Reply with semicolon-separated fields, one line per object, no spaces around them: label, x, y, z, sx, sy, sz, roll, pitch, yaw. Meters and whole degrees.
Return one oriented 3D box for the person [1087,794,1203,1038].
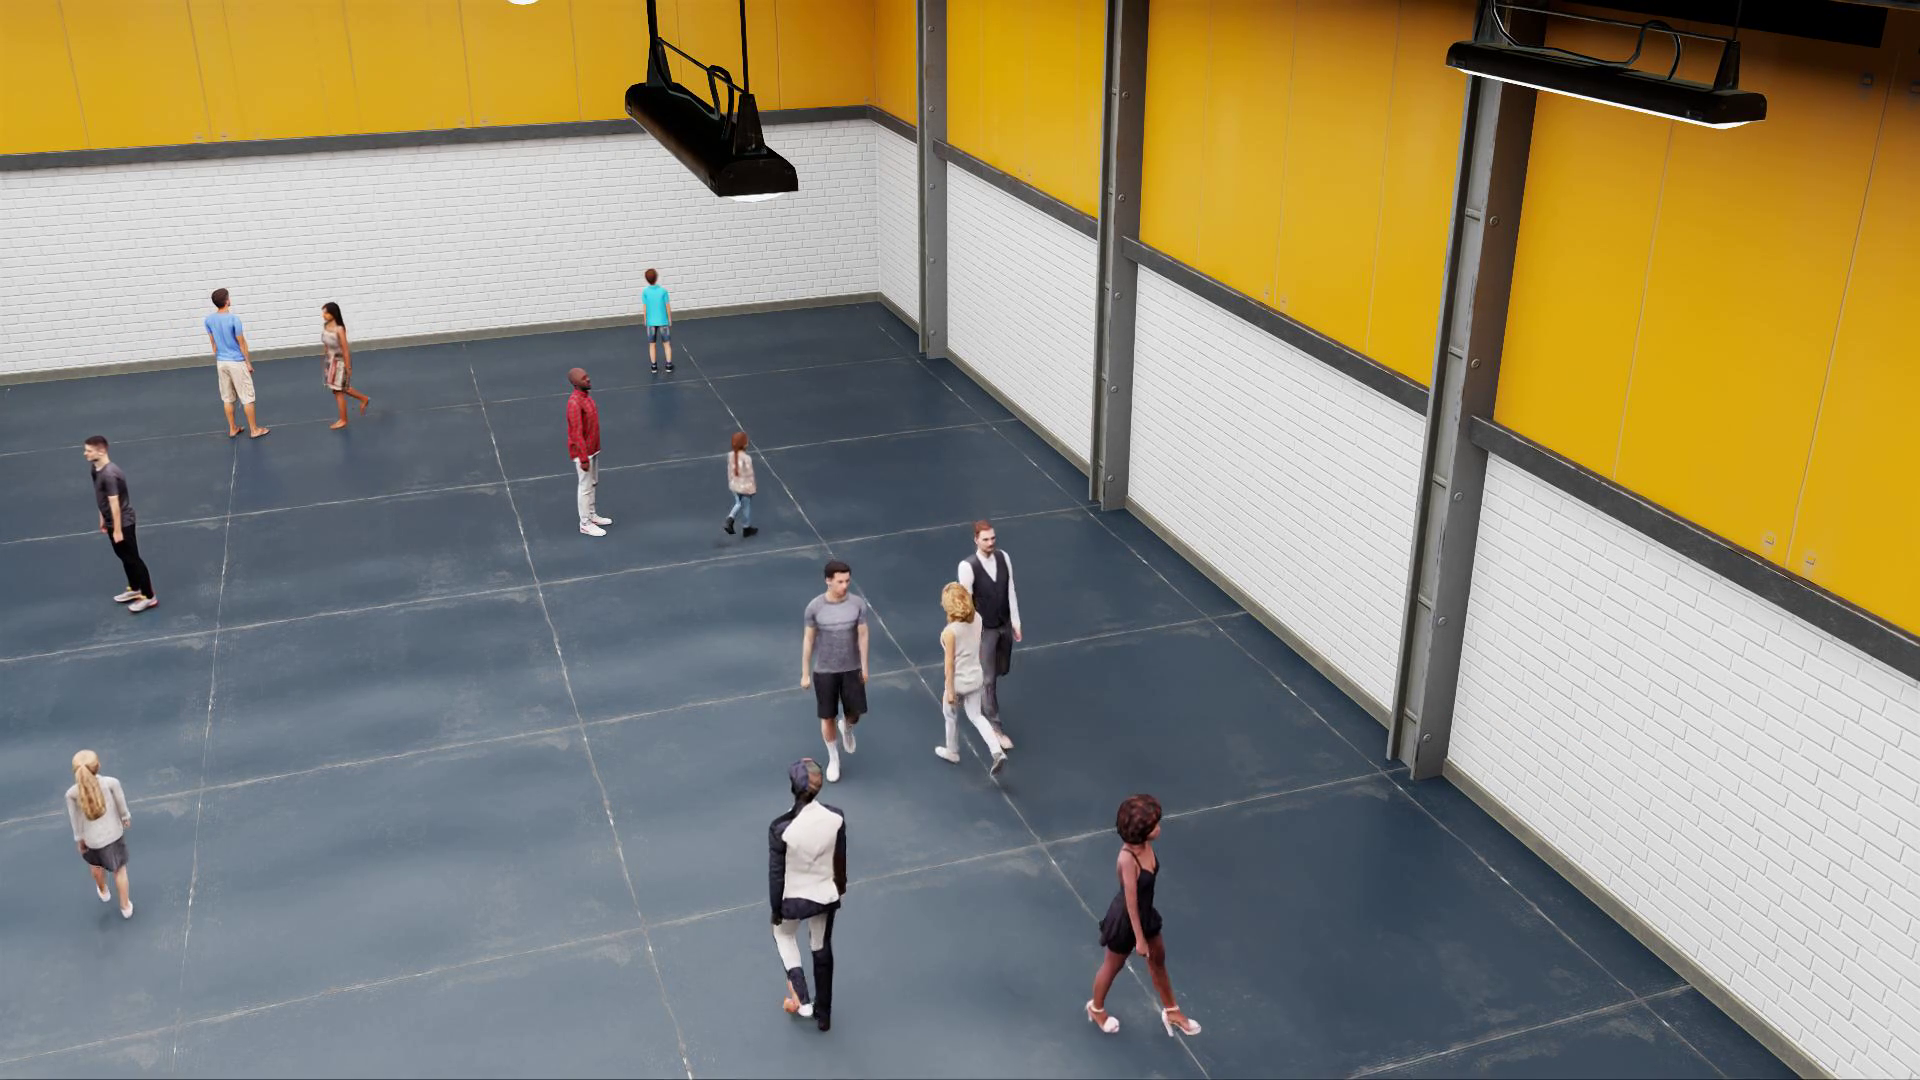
person;0.970;2.336;10.254;1.019;1.763;0.973;9;25;21

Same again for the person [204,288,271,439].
person;-8.944;-2.172;20.440;0.742;1.863;0.745;4;24;9

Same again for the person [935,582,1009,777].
person;0.088;1.131;13.166;0.827;1.638;1.073;-19;30;-37

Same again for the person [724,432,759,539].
person;-2.341;-0.566;17.611;0.677;1.187;0.706;18;29;35

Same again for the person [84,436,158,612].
person;-8.098;-0.178;16.007;0.624;1.760;0.763;21;31;40

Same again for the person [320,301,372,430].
person;-7.704;-2.215;20.836;0.920;1.625;0.919;-22;32;-40

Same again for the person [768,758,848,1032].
person;-0.915;2.258;10.288;0.725;1.878;0.667;-11;26;-23

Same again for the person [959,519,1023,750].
person;0.211;0.704;13.789;0.860;1.921;1.128;-17;29;-34

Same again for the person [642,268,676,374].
person;-4.172;-3.034;22.930;0.572;1.448;0.562;-1;24;-3

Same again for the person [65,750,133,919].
person;-5.939;2.057;11.521;0.547;1.258;0.713;-10;26;-23

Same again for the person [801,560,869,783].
person;-0.983;0.981;13.240;0.801;1.854;0.876;-2;24;-4

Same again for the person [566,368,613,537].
person;-4.008;-0.971;17.747;0.806;1.819;0.676;2;24;4
